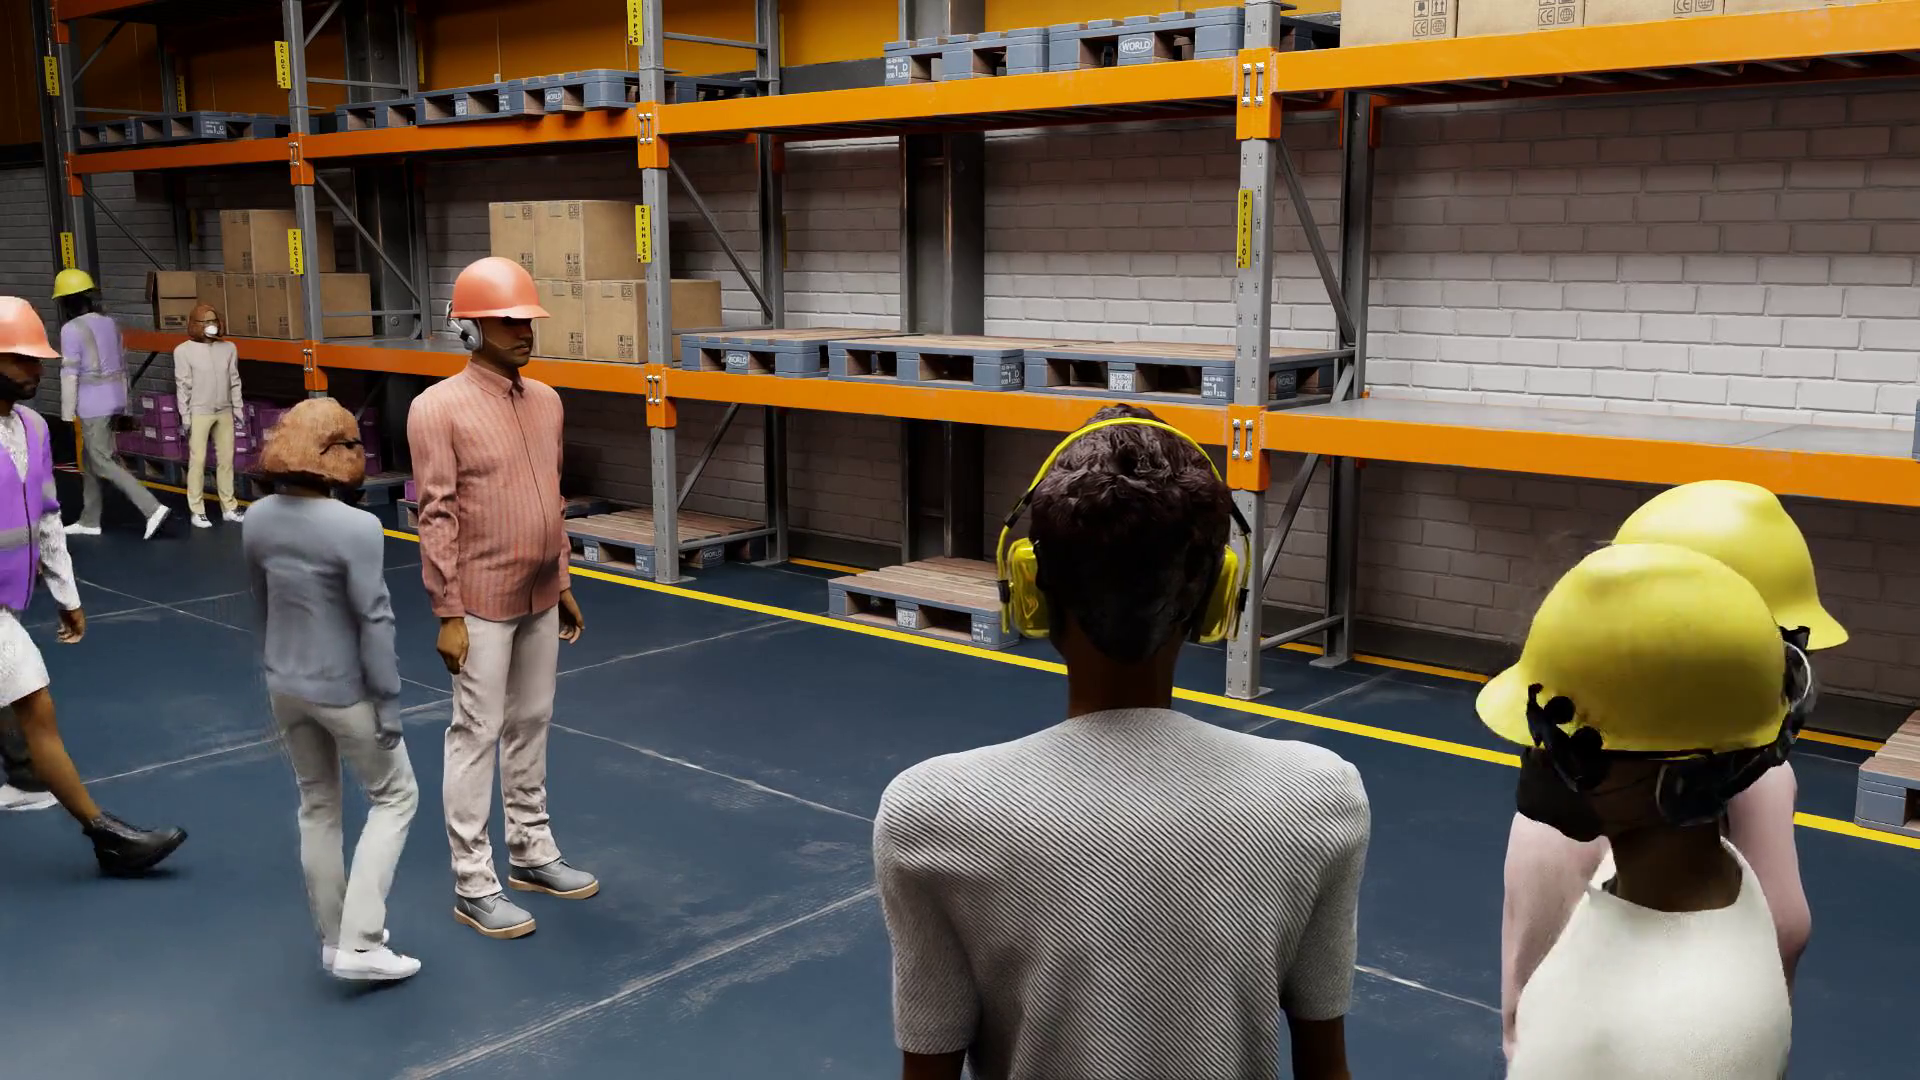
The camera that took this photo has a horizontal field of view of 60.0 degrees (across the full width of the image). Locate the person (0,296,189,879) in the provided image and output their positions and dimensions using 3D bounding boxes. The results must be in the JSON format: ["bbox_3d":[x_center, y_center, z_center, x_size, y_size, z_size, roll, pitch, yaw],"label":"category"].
[{"bbox_3d":[-3.049,0.171,5.288,1.044,1.869,0.554,0,10,1],"label":"person"}]

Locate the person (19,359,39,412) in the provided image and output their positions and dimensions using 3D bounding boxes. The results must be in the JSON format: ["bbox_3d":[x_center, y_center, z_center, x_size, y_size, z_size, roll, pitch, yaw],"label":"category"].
[{"bbox_3d":[-8.664,-1.428,15.225,0.503,1.586,0.865,-9,13,-41],"label":"person"}]

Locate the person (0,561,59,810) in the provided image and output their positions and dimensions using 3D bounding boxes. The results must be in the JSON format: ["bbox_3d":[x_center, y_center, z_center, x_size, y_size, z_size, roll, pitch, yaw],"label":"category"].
[{"bbox_3d":[-3.747,0.056,6.021,1.006,1.850,0.640,1,10,7],"label":"person"}]

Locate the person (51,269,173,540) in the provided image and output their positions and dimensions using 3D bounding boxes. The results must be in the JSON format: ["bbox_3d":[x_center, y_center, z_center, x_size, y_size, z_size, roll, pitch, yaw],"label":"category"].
[{"bbox_3d":[-5.927,-0.929,11.511,0.884,1.894,0.597,0,10,2],"label":"person"}]

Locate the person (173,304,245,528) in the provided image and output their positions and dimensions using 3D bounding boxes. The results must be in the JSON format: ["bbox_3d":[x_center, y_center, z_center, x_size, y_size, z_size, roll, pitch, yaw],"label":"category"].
[{"bbox_3d":[-5.459,-0.906,12.131,0.285,1.626,0.497,6,12,32],"label":"person"}]

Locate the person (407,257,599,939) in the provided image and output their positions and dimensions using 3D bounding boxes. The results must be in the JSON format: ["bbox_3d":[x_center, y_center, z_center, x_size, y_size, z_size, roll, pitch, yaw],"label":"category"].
[{"bbox_3d":[-1.359,0.164,4.979,0.377,1.995,0.612,4,11,23],"label":"person"}]

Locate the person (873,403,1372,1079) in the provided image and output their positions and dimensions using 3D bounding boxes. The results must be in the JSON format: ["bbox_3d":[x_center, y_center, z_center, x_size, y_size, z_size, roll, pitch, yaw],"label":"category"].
[{"bbox_3d":[0.163,0.794,1.747,0.512,1.872,0.328,-2,10,-8],"label":"person"}]

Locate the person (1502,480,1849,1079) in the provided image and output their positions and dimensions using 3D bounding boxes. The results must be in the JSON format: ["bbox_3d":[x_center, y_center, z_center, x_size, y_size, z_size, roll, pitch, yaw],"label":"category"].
[{"bbox_3d":[0.828,0.804,1.988,0.522,1.769,0.311,-8,13,-38],"label":"person"}]

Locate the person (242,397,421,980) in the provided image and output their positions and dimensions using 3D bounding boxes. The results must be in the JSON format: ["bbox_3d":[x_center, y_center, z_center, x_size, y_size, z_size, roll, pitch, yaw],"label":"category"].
[{"bbox_3d":[-1.713,0.417,4.580,0.523,1.627,0.353,4,11,24],"label":"person"}]

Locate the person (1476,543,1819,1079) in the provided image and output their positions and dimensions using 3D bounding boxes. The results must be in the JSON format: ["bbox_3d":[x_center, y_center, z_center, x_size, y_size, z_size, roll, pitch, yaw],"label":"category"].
[{"bbox_3d":[0.657,0.871,1.653,0.323,1.756,0.555,4,11,22],"label":"person"}]
